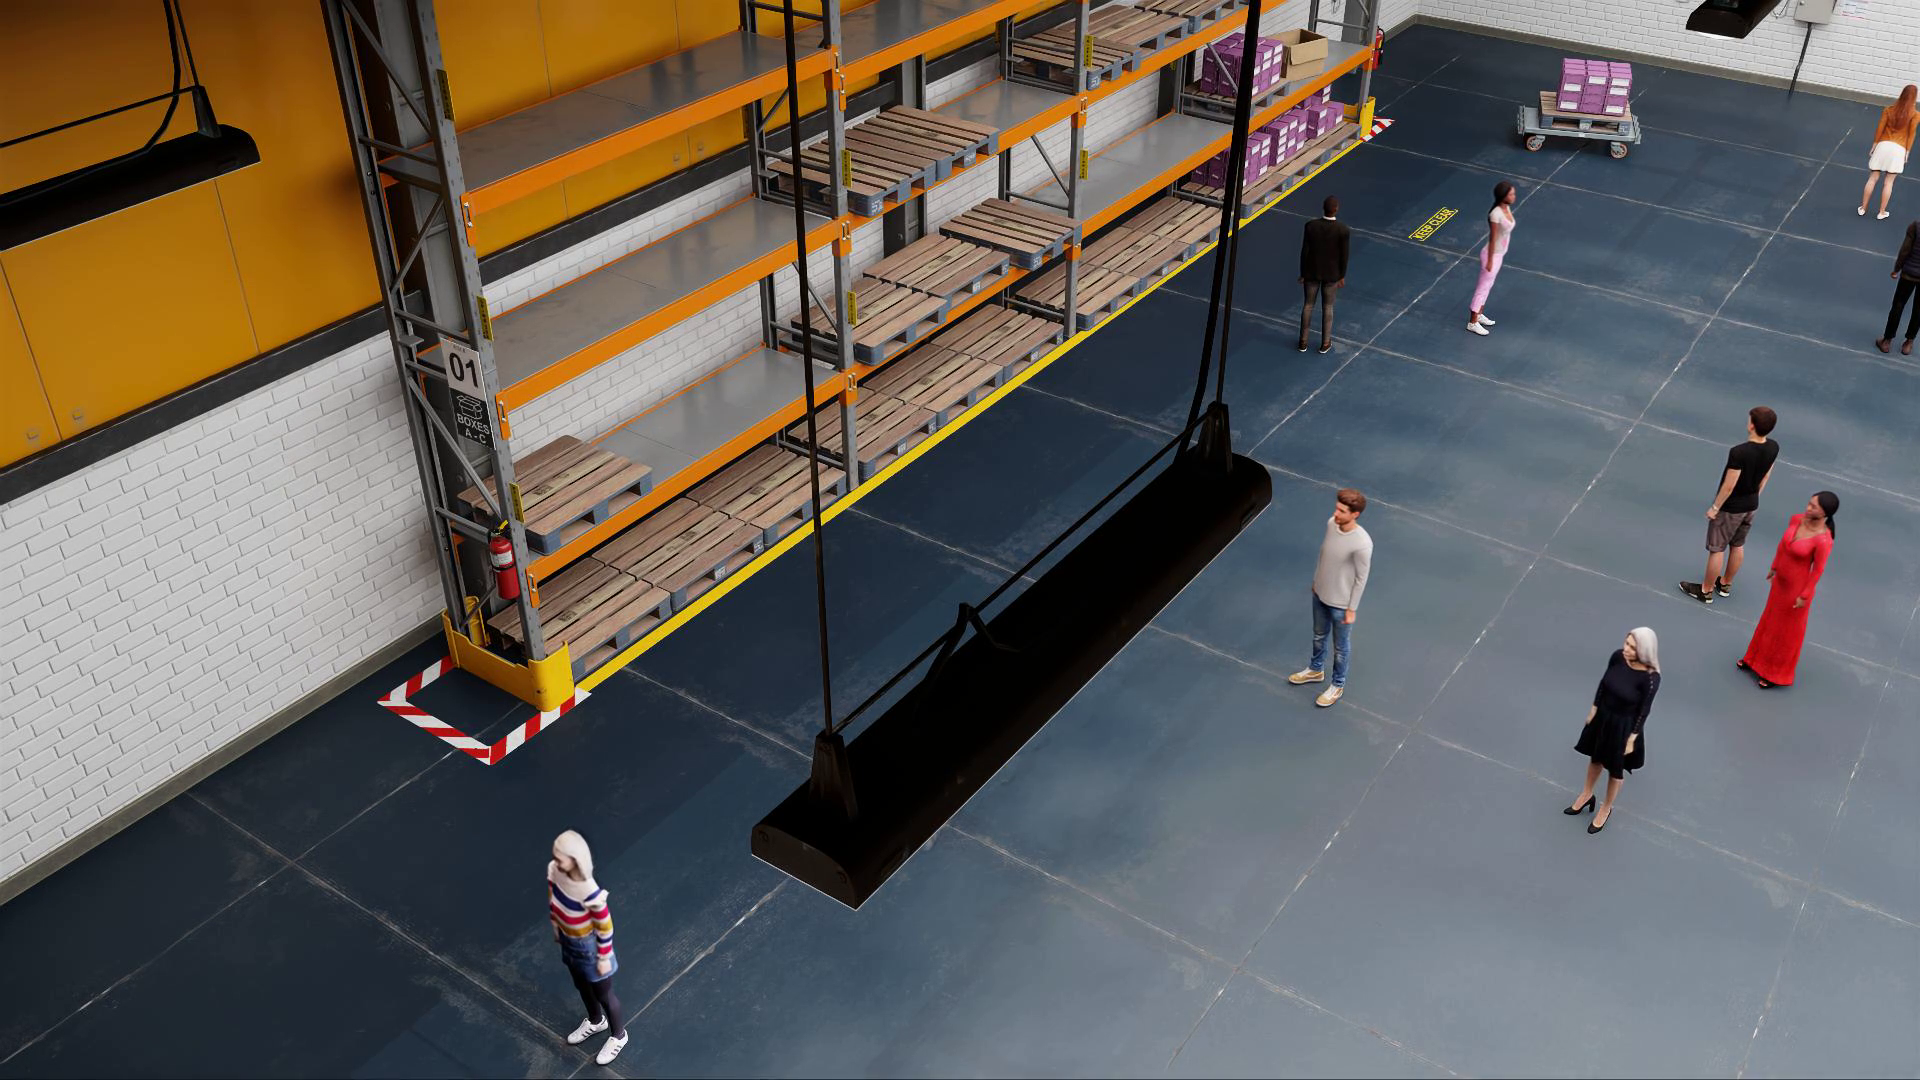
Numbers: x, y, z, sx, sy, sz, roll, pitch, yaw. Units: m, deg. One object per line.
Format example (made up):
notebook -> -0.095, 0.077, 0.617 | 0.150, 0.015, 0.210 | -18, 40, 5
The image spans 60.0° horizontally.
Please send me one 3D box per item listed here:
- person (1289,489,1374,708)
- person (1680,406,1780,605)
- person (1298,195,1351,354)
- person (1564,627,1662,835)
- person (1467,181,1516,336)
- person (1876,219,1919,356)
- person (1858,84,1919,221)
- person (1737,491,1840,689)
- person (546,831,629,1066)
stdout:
person -> 2.952, 0.421, 13.009 | 0.735, 1.905, 0.744 | -17, 37, -24
person -> 6.603, -0.304, 14.139 | 0.708, 1.862, 0.831 | -14, 36, -20
person -> 3.941, -2.890, 18.085 | 0.726, 1.800, 0.676 | 9, 35, 13
person -> 4.640, 1.333, 11.781 | 0.712, 1.747, 0.695 | -16, 37, -22
person -> 5.945, -3.166, 18.555 | 0.636, 1.740, 0.457 | 19, 38, 26
person -> 10.426, -2.896, 18.062 | 0.760, 1.836, 0.690 | 10, 35, 14
person -> 11.910, -4.975, 21.294 | 0.618, 1.722, 0.584 | 25, 41, 33
person -> 6.609, 0.379, 13.182 | 0.770, 1.784, 0.720 | -8, 34, -12
person -> -2.257, 2.443, 10.055 | 0.664, 1.808, 0.513 | 24, 41, 32
